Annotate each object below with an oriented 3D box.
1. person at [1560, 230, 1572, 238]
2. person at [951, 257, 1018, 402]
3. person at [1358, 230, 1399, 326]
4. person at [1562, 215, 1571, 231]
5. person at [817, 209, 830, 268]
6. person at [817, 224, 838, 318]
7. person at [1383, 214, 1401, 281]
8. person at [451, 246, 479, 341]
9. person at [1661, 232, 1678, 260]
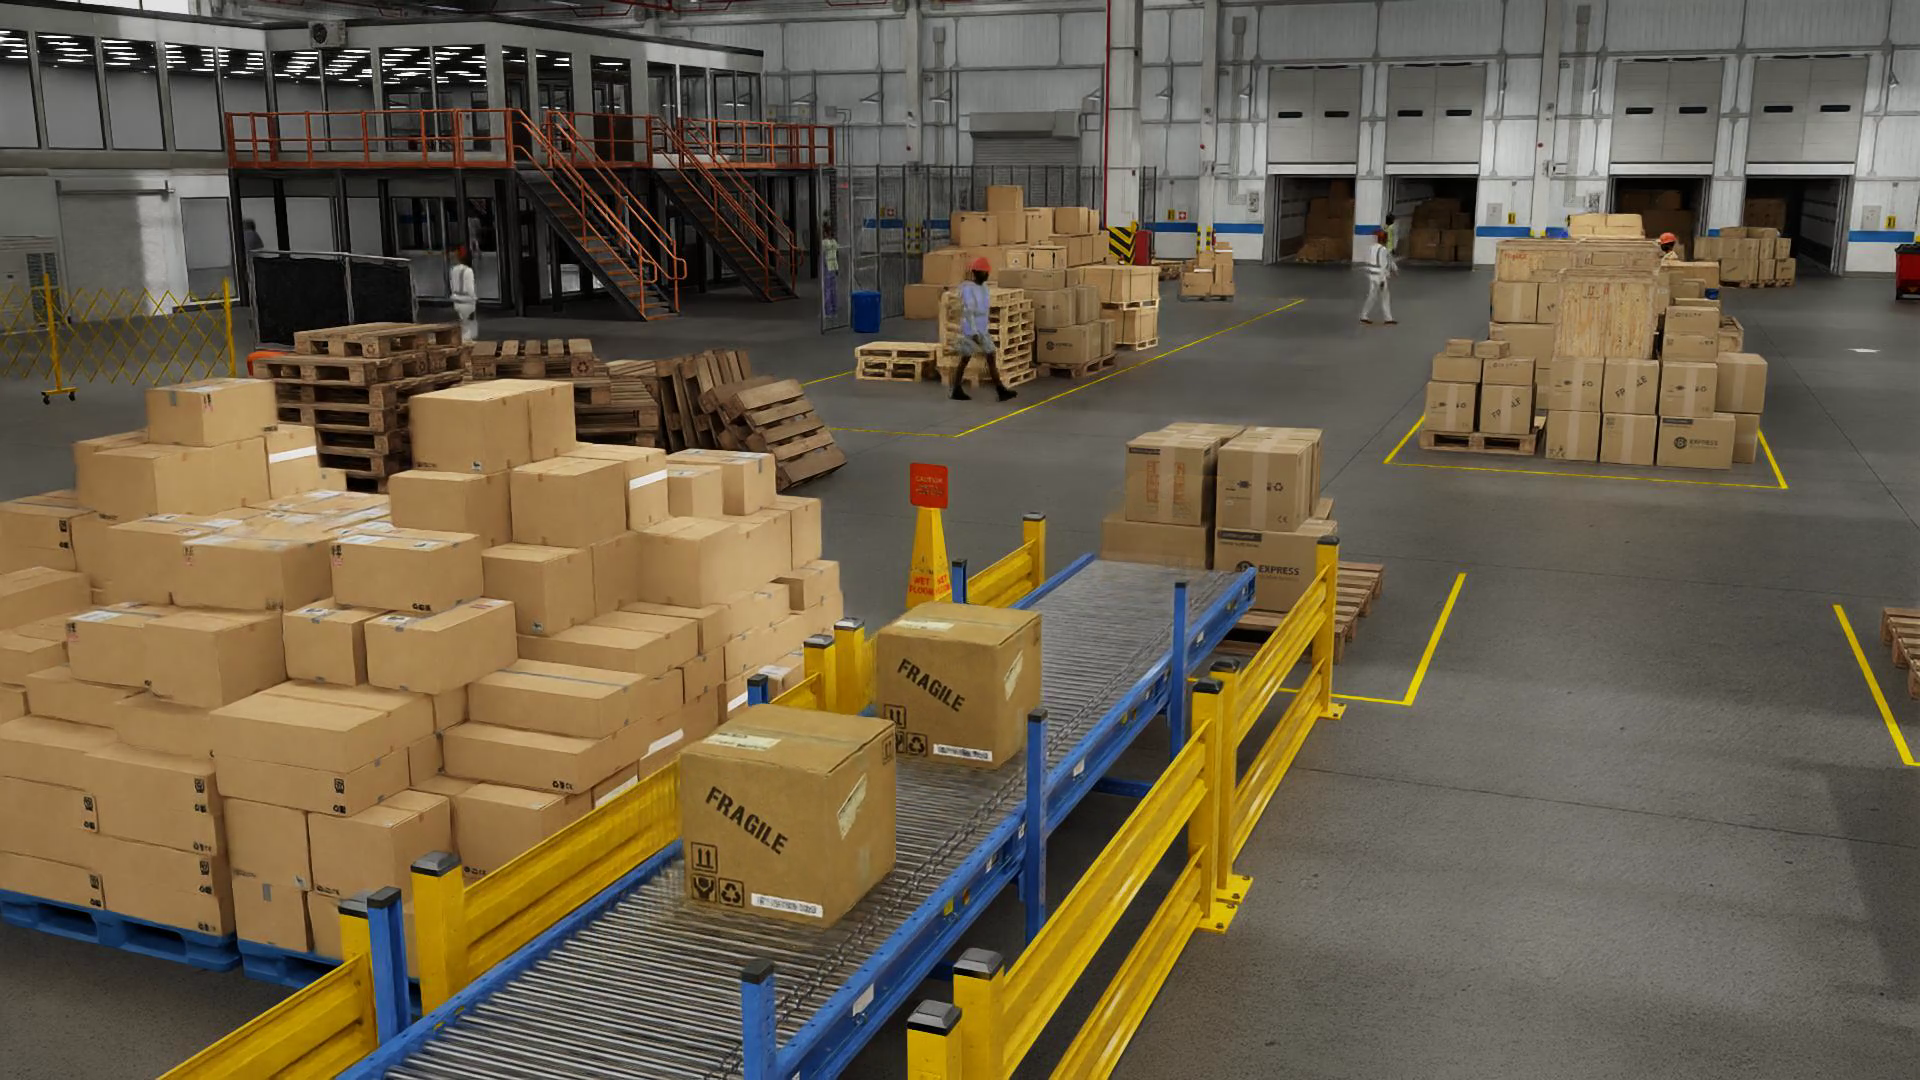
[{"bbox_3d":[10.994,-4.672,30.312,0.557,1.916,0.626,-5,14,-23],"label":"person"},{"bbox_3d":[0.273,-2.728,21.679,1.002,1.883,0.553,11,16,40],"label":"person"},{"bbox_3d":[8.150,-5.089,32.351,0.814,1.859,0.596,-3,13,-13],"label":"person"},{"bbox_3d":[15.919,-7.536,43.368,0.538,1.827,0.846,-12,17,-42],"label":"person"},{"bbox_3d":[-4.120,-9.163,50.729,0.616,1.810,0.412,-1,13,-2],"label":"person"},{"bbox_3d":[-2.701,-5.510,34.107,0.392,1.912,0.590,6,14,26],"label":"person"},{"bbox_3d":[11.749,-7.973,45.347,0.618,1.825,0.632,-2,13,-10],"label":"person"},{"bbox_3d":[-7.589,-3.528,25.304,0.625,1.870,0.581,-11,17,-40],"label":"person"},{"bbox_3d":[12.259,-4.375,28.940,0.357,1.939,0.546,3,13,13],"label":"person"}]
